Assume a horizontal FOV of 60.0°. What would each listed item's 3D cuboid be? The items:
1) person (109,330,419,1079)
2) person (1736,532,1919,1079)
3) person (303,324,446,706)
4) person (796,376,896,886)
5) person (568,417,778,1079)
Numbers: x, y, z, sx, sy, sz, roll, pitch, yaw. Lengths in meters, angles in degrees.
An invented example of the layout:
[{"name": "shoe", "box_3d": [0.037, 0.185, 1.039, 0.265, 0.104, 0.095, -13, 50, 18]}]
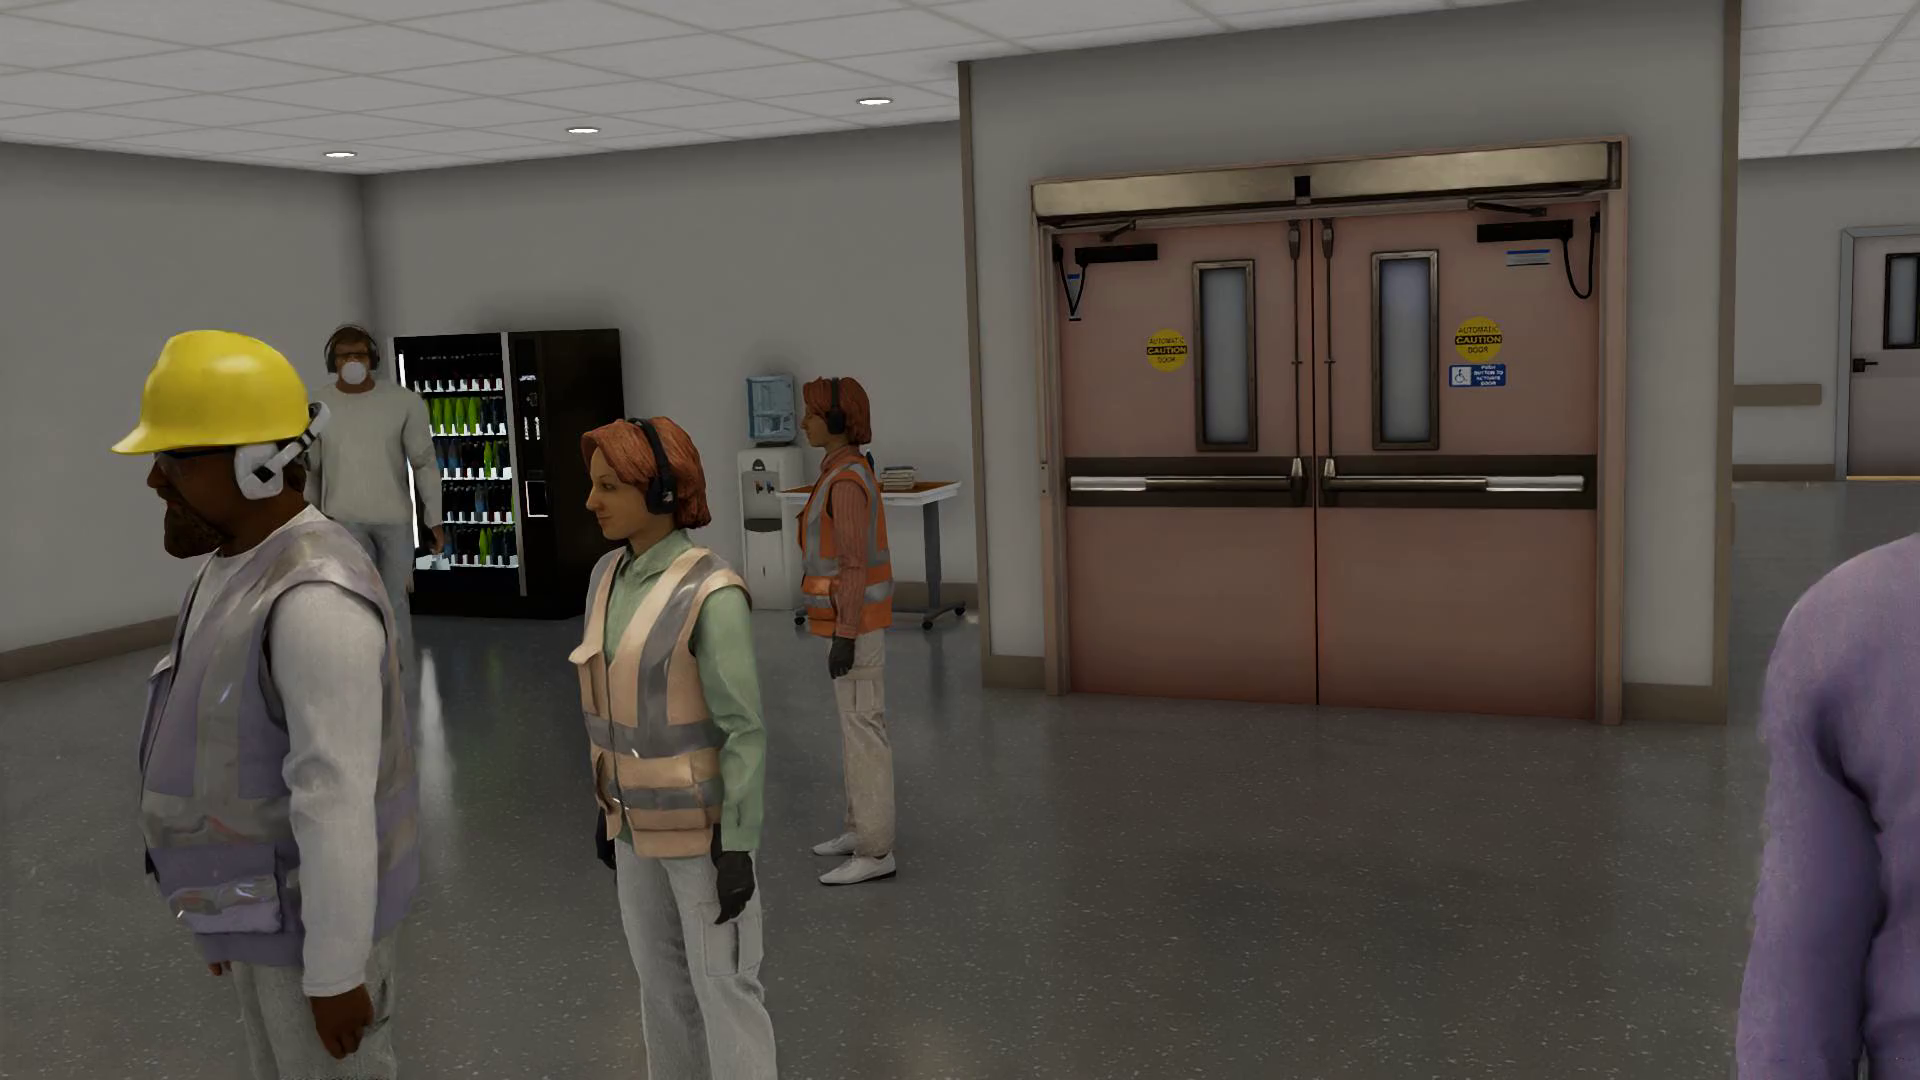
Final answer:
[{"name": "person", "box_3d": [-1.076, 0.583, 2.665, 0.403, 1.829, 0.594, -7, 9, -33]}, {"name": "person", "box_3d": [1.089, 0.630, 1.528, 0.666, 1.860, 1.008, 4, 9, 38]}, {"name": "person", "box_3d": [-2.788, -0.067, 7.892, 0.654, 1.887, 1.003, -5, 8, -22]}, {"name": "person", "box_3d": [-0.362, 0.287, 5.415, 0.307, 1.641, 0.512, -3, 7, -7]}, {"name": "person", "box_3d": [-0.556, 0.576, 3.254, 0.310, 1.638, 0.523, -9, 10, -41]}]
